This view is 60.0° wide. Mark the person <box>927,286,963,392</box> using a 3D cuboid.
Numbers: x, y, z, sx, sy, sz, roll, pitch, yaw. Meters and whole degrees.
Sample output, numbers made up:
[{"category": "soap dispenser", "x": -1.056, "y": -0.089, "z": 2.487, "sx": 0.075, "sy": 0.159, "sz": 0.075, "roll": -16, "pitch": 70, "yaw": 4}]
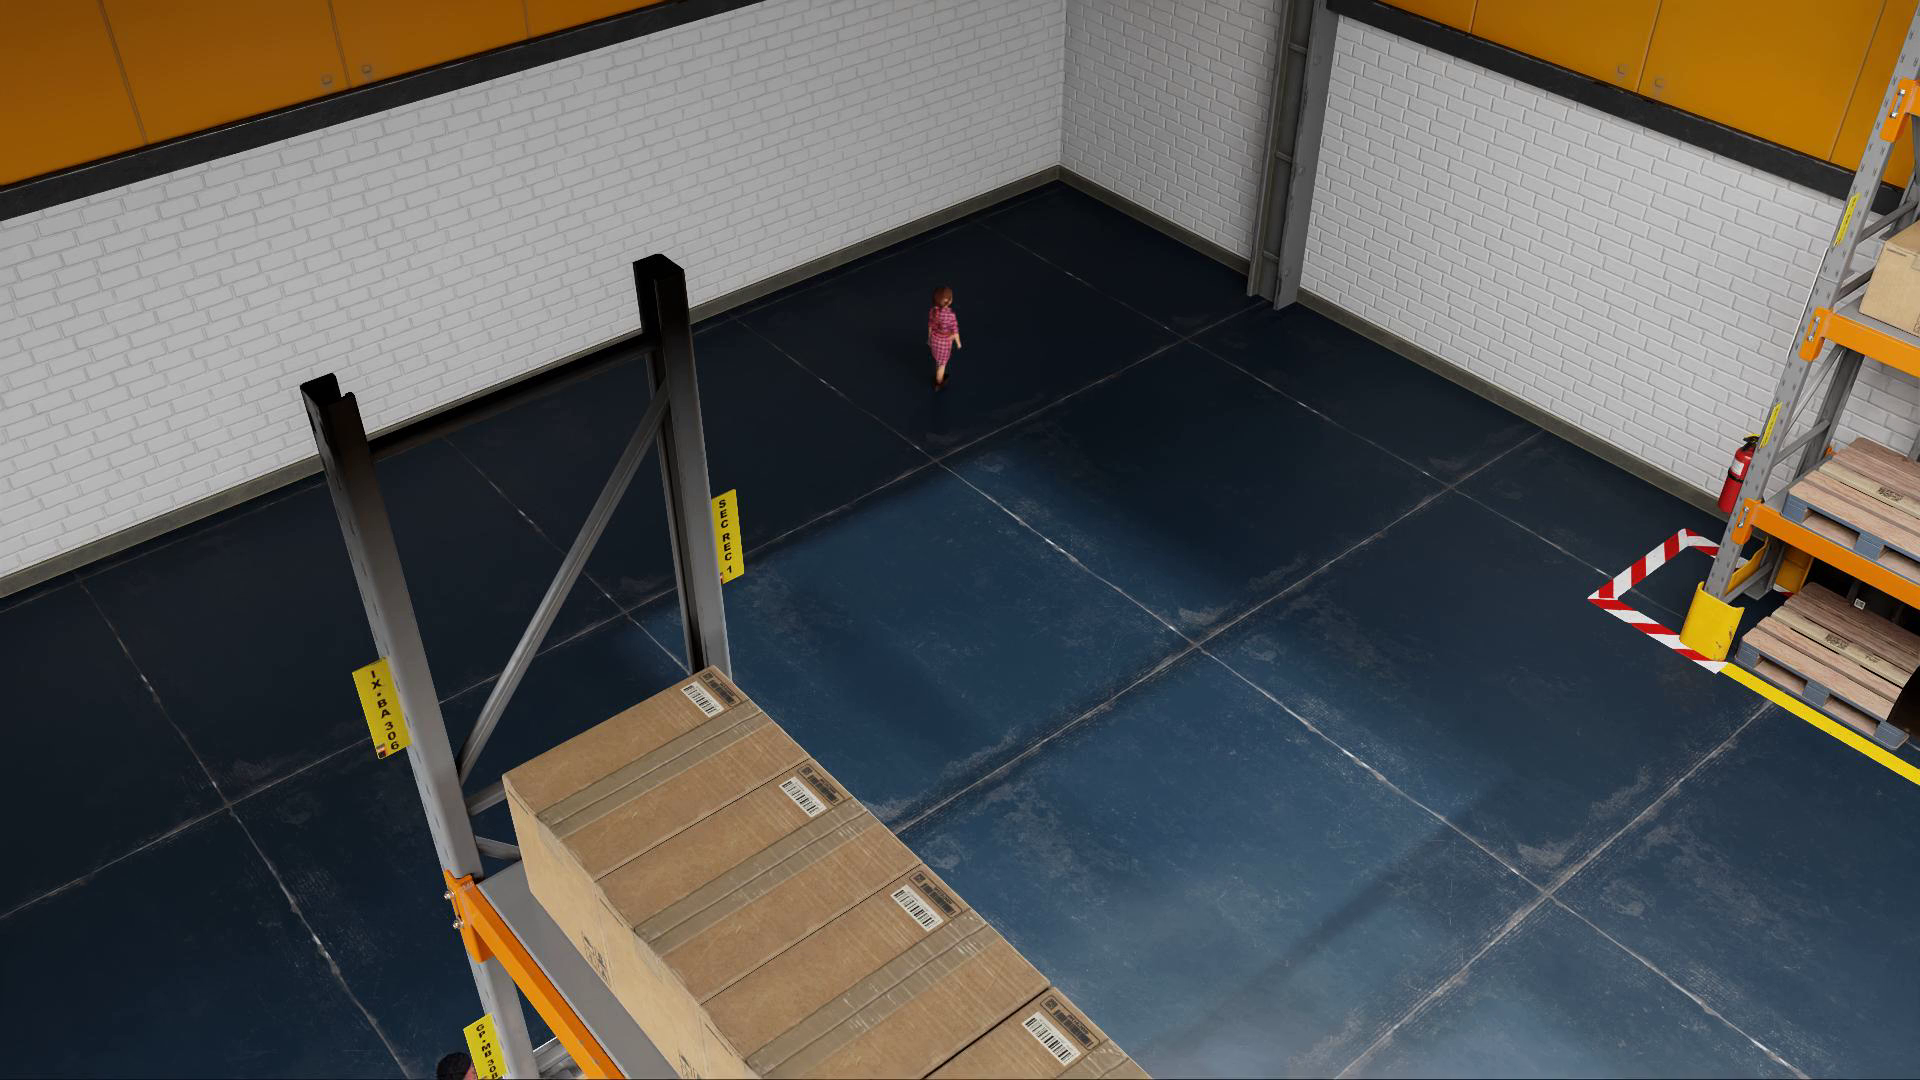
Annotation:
[{"category": "person", "x": -0.180, "y": -1.728, "z": 14.436, "sx": 0.491, "sy": 1.011, "sz": 0.554, "roll": 22, "pitch": 44, "yaw": 25}]
